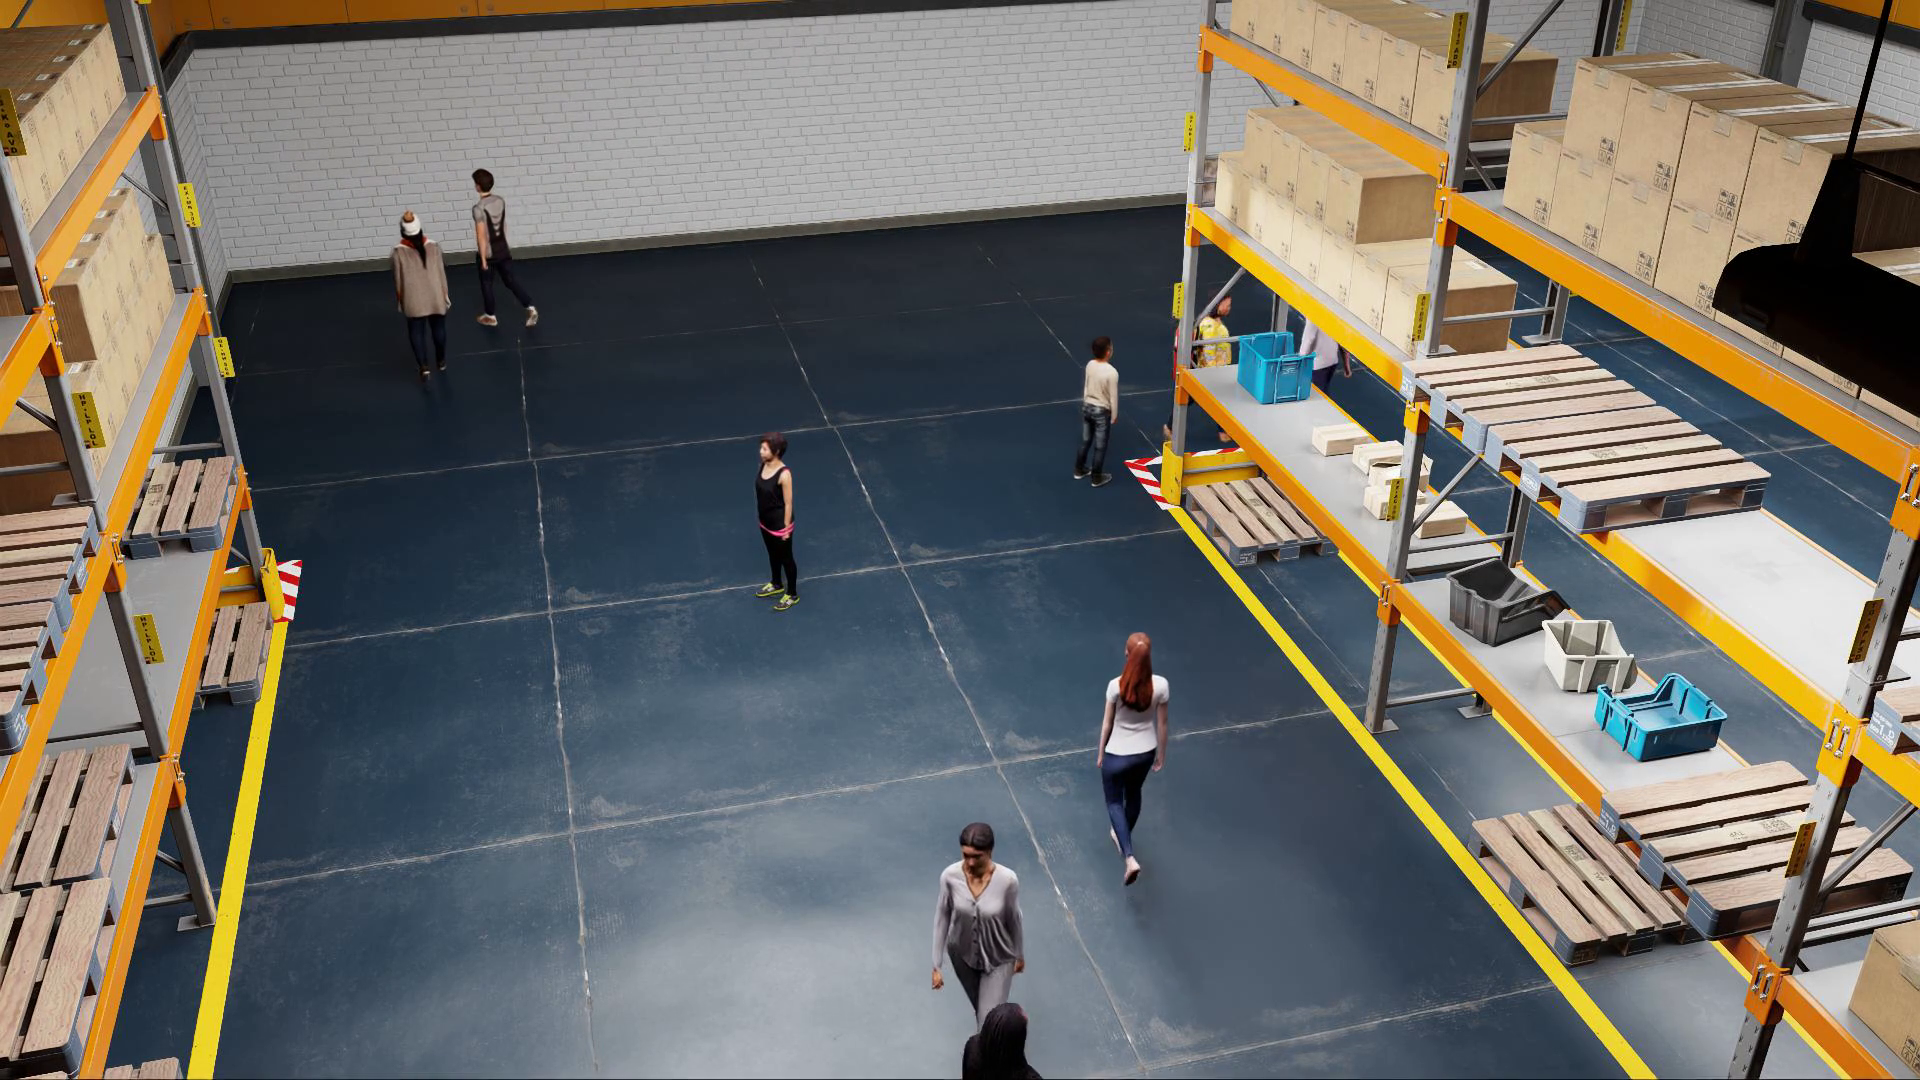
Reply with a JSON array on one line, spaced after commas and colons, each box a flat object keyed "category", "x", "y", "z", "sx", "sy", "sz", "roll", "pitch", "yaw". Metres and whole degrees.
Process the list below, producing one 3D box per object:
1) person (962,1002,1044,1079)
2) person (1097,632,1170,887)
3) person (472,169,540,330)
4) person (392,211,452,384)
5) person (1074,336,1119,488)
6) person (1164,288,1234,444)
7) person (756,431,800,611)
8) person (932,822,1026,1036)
[{"category": "person", "x": 0.128, "y": 2.912, "z": 7.830, "sx": 1.060, "sy": 1.666, "sz": 1.206, "roll": -23, "pitch": 36, "yaw": -36}, {"category": "person", "x": 1.094, "y": 1.418, "z": 10.518, "sx": 0.634, "sy": 1.716, "sz": 1.003, "roll": -5, "pitch": 29, "yaw": -8}, {"category": "person", "x": -5.245, "y": -3.279, "z": 18.970, "sx": 1.220, "sy": 1.868, "sz": 1.120, "roll": 17, "pitch": 33, "yaw": 28}, {"category": "person", "x": -5.719, "y": -2.579, "z": 17.686, "sx": 0.775, "sy": 1.868, "sz": 1.069, "roll": -11, "pitch": 30, "yaw": -19}, {"category": "person", "x": 1.269, "y": -1.201, "z": 15.593, "sx": 0.586, "sy": 1.453, "sz": 0.683, "roll": 24, "pitch": 37, "yaw": 37}, {"category": "person", "x": 2.319, "y": -1.676, "z": 16.313, "sx": 1.061, "sy": 1.598, "sz": 1.097, "roll": 8, "pitch": 30, "yaw": 14}, {"category": "person", "x": -1.499, "y": -0.187, "z": 13.630, "sx": 0.668, "sy": 1.552, "sz": 0.551, "roll": -19, "pitch": 34, "yaw": -31}, {"category": "person", "x": 0.137, "y": 2.199, "z": 9.063, "sx": 0.933, "sy": 1.737, "sz": 1.107, "roll": 8, "pitch": 30, "yaw": 14}]
